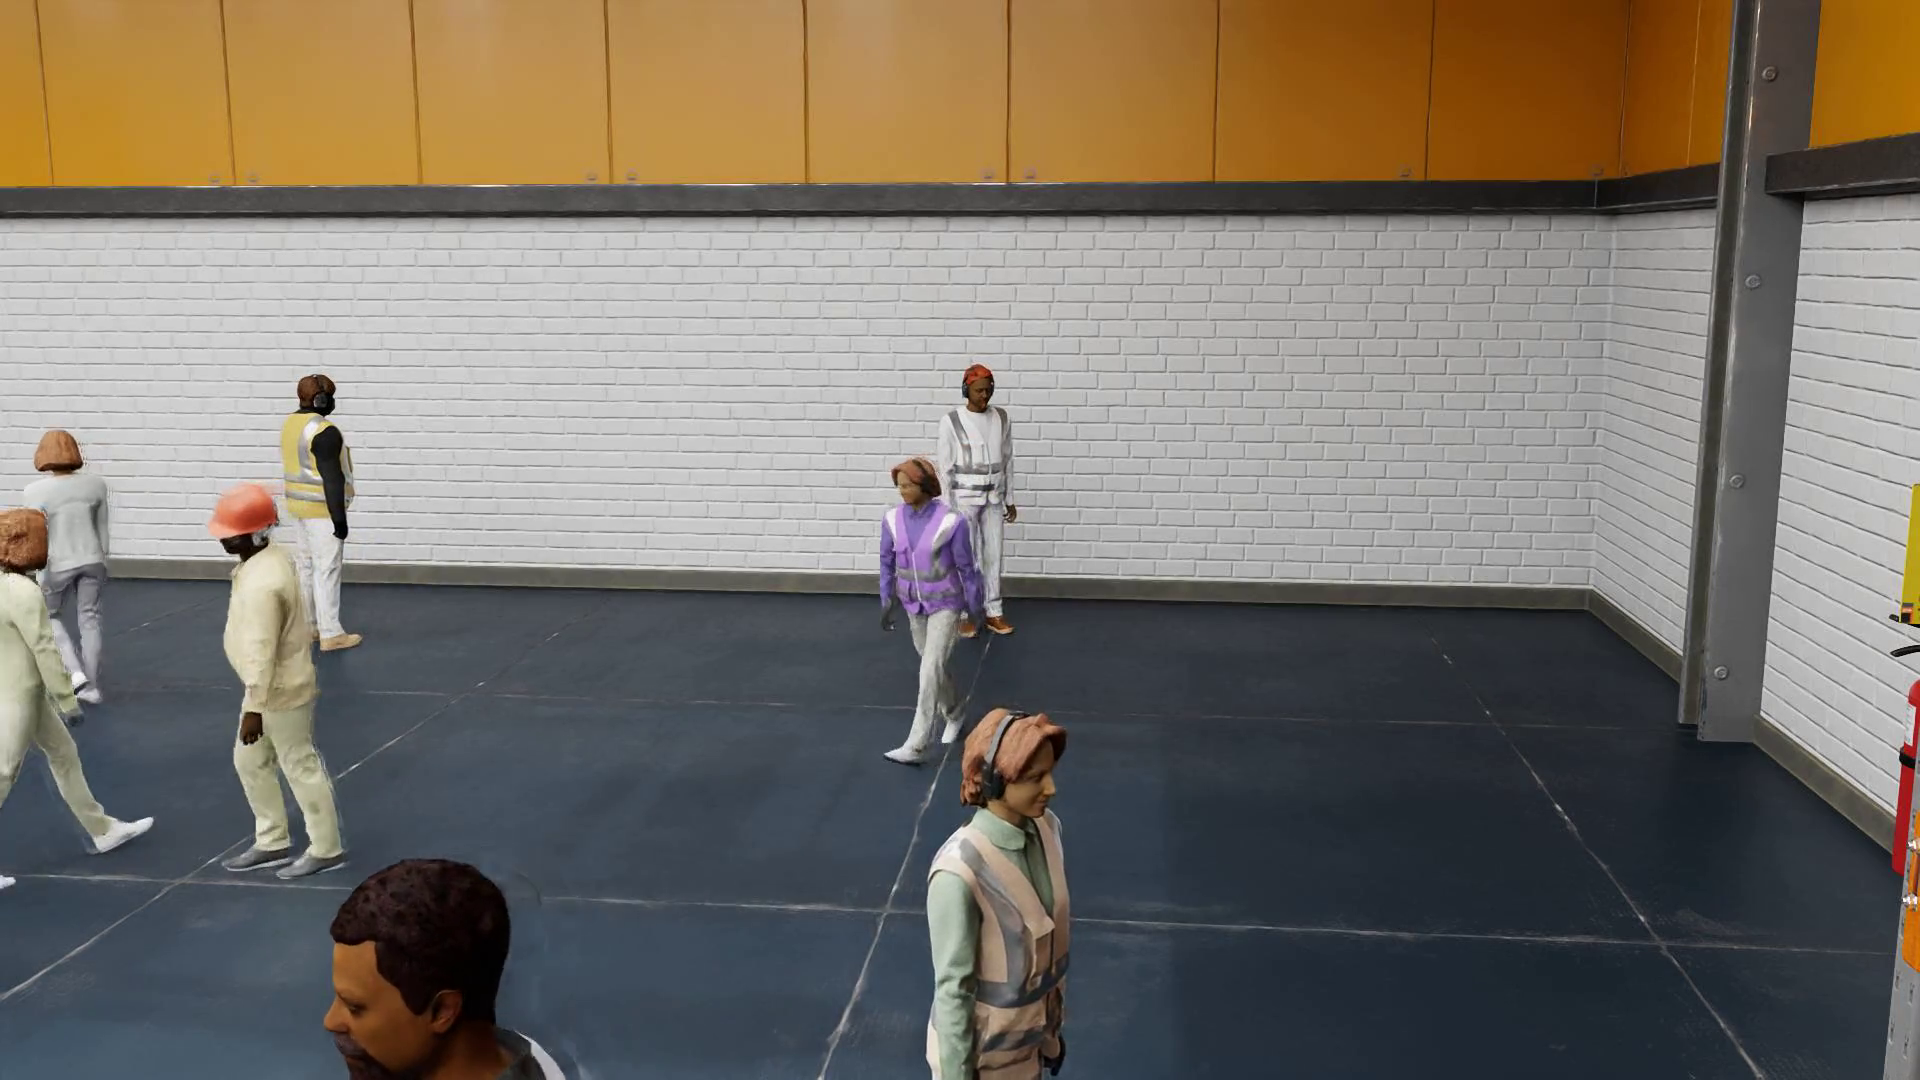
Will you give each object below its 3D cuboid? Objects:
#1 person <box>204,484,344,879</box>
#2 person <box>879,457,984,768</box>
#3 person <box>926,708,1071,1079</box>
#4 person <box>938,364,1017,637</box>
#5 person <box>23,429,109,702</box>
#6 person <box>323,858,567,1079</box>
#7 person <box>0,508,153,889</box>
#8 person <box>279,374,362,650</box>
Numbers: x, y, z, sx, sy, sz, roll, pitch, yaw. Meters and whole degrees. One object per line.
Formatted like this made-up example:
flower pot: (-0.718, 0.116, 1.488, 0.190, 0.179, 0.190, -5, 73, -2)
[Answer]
person: (-2.866, 0.602, 6.897, 0.551, 1.714, 0.591, -6, 11, -29)
person: (-0.145, 0.357, 8.649, 0.548, 1.592, 0.886, 6, 12, 33)
person: (0.089, 1.182, 3.804, 0.315, 1.636, 0.515, 5, 11, 28)
person: (0.123, -0.266, 11.414, 0.585, 1.879, 0.374, -6, 12, -32)
person: (-5.197, 0.160, 9.699, 0.340, 1.621, 0.497, 8, 12, 37)
person: (-0.664, 1.342, 2.253, 1.022, 1.862, 0.604, -5, 11, -24)
person: (-3.892, 0.653, 6.980, 0.846, 1.583, 0.496, -9, 13, -40)
person: (-4.261, -0.187, 11.095, 0.431, 1.836, 0.619, -9, 14, -43)
